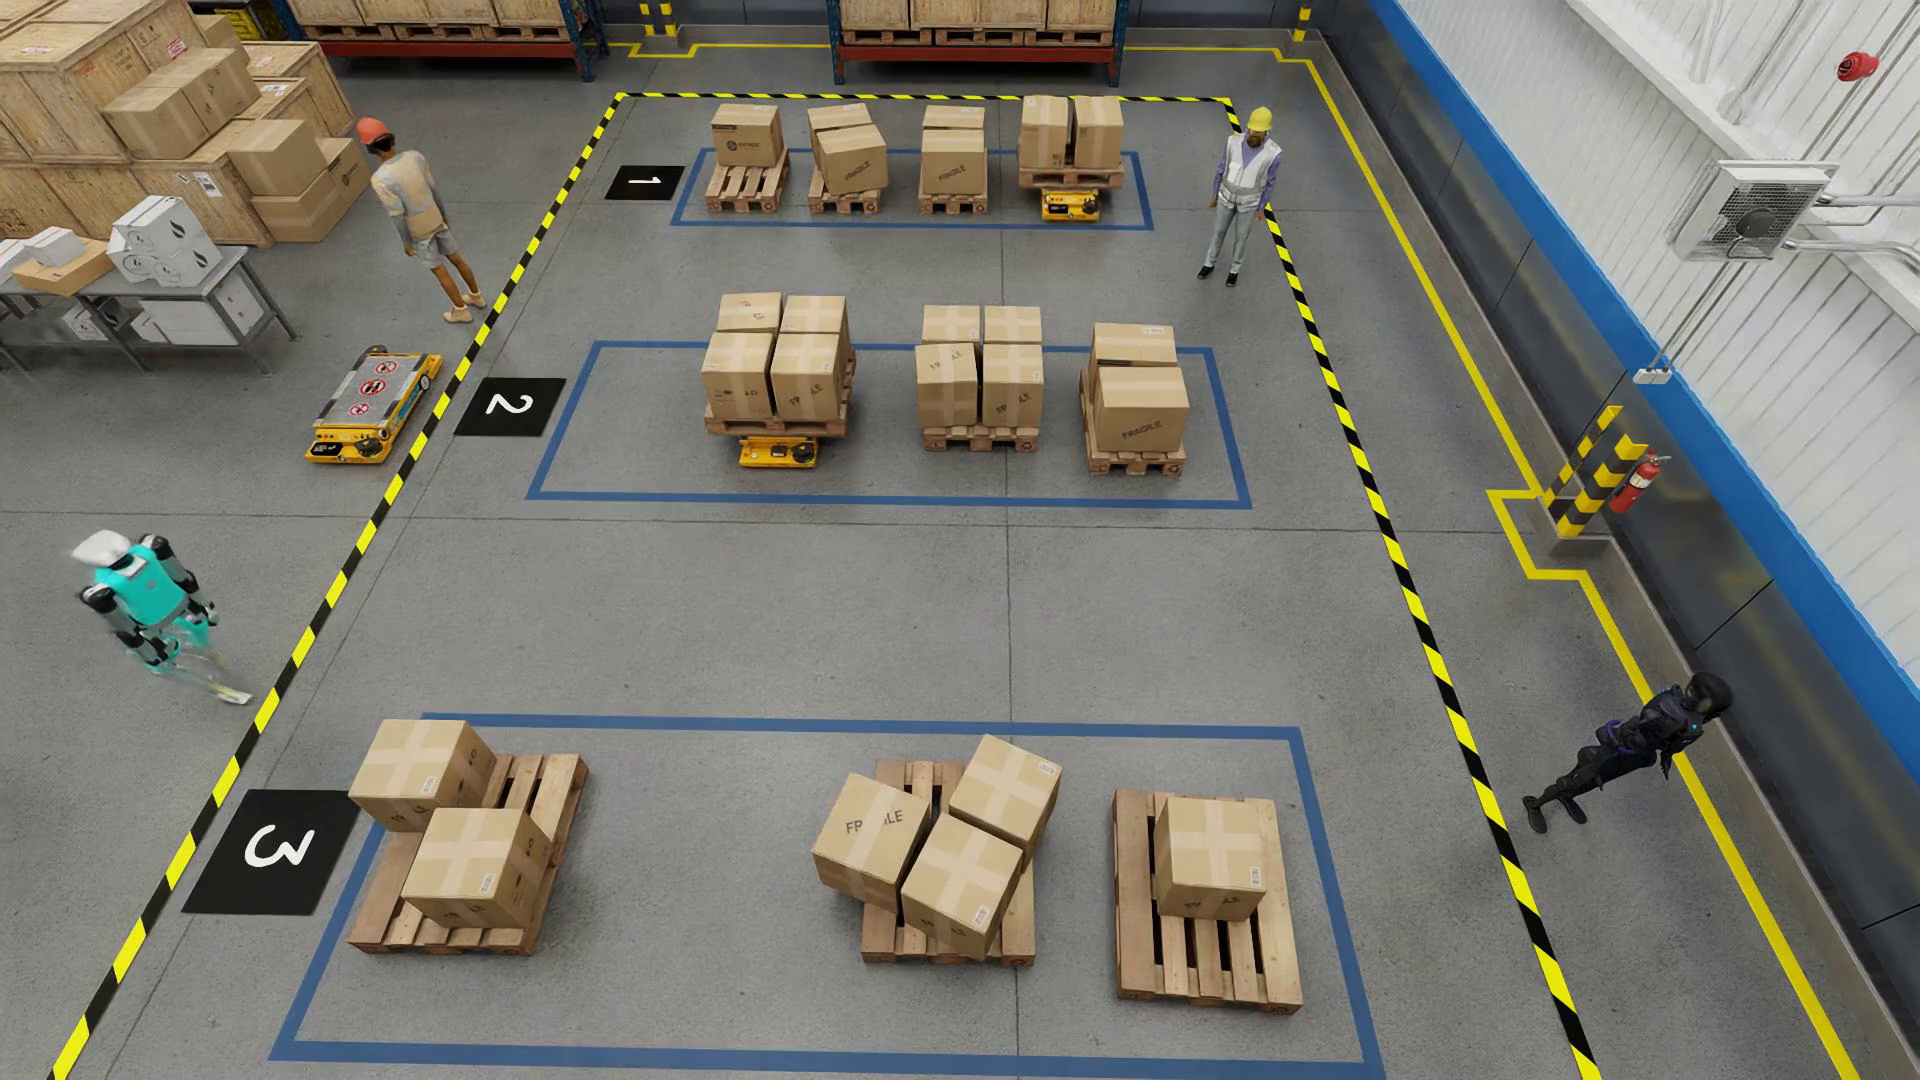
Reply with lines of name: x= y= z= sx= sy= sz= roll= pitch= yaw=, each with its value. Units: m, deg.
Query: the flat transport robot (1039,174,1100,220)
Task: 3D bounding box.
flat transport robot: x=1.291 y=-4.305 z=10.991 sx=0.652 sy=0.197 sz=1.431 roll=1 pitch=50 yaw=1

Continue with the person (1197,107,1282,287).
person: x=2.817 y=-3.441 z=9.250 sx=0.596 sy=1.836 sz=0.404 roll=22 pitch=53 yaw=18

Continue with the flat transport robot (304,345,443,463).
flat transport robot: x=-5.383 y=-1.269 z=8.441 sx=0.659 sy=0.231 sz=1.431 roll=1 pitch=50 yaw=1

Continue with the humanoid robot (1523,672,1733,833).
humanoid robot: x=3.920 y=1.257 z=5.372 sx=0.599 sy=1.655 sz=0.315 roll=-7 pitch=50 yaw=-6

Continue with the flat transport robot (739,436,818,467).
flat transport robot: x=-1.582 y=-1.235 z=8.394 sx=0.652 sy=0.197 sz=1.431 roll=1 pitch=50 yaw=1

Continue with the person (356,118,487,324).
person: x=-5.144 y=-2.996 z=8.750 sx=0.405 sy=2.030 sz=0.608 roll=14 pitch=51 yaw=12

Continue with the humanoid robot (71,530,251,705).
humanoid robot: x=-5.184 y=0.593 z=5.977 sx=0.762 sy=1.881 sz=0.544 roll=9 pitch=50 yaw=8
